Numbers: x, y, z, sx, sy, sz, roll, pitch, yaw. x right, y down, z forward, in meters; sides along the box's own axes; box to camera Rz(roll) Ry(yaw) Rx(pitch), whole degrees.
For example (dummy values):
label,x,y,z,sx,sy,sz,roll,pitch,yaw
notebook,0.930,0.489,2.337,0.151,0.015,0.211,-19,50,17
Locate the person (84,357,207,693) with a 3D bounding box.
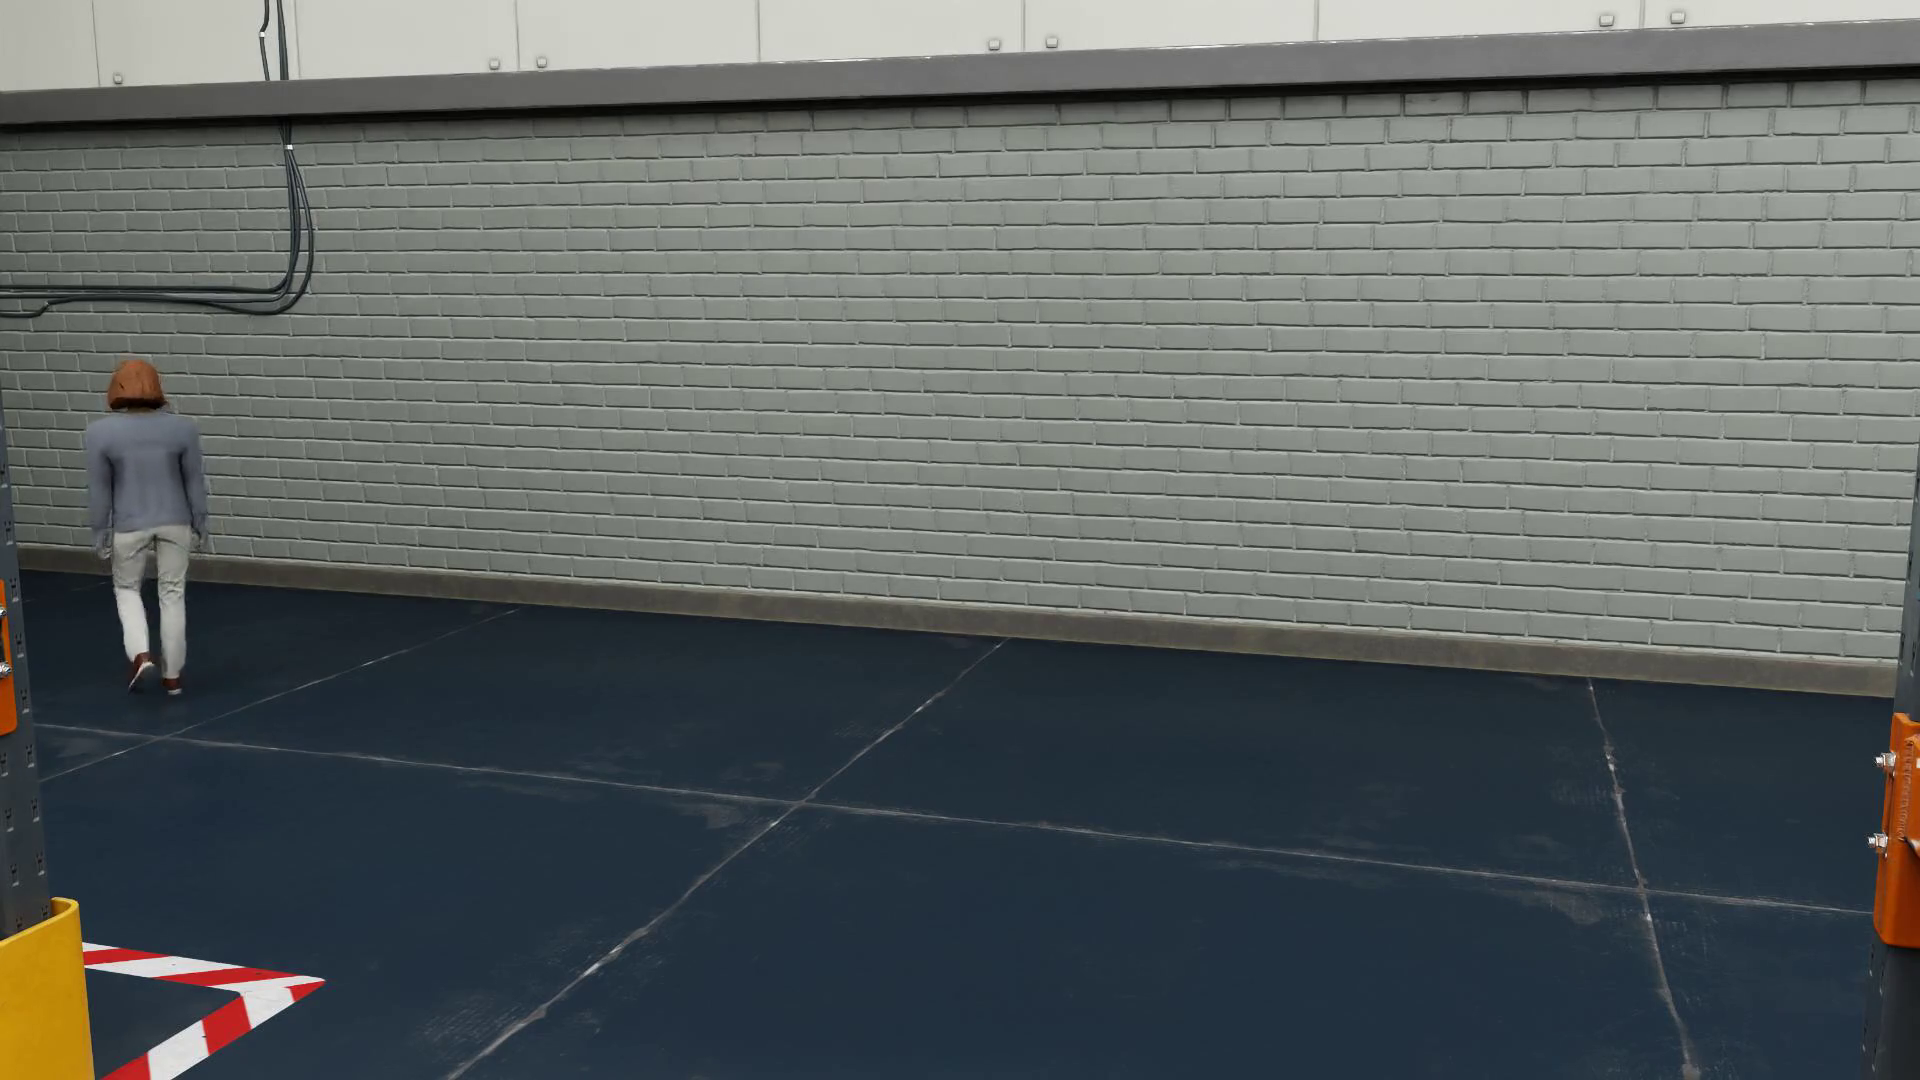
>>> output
label,x,y,z,sx,sy,sz,roll,pitch,yaw
person,-3.842,-0.050,7.893,0.512,1.625,0.388,-6,11,-30
